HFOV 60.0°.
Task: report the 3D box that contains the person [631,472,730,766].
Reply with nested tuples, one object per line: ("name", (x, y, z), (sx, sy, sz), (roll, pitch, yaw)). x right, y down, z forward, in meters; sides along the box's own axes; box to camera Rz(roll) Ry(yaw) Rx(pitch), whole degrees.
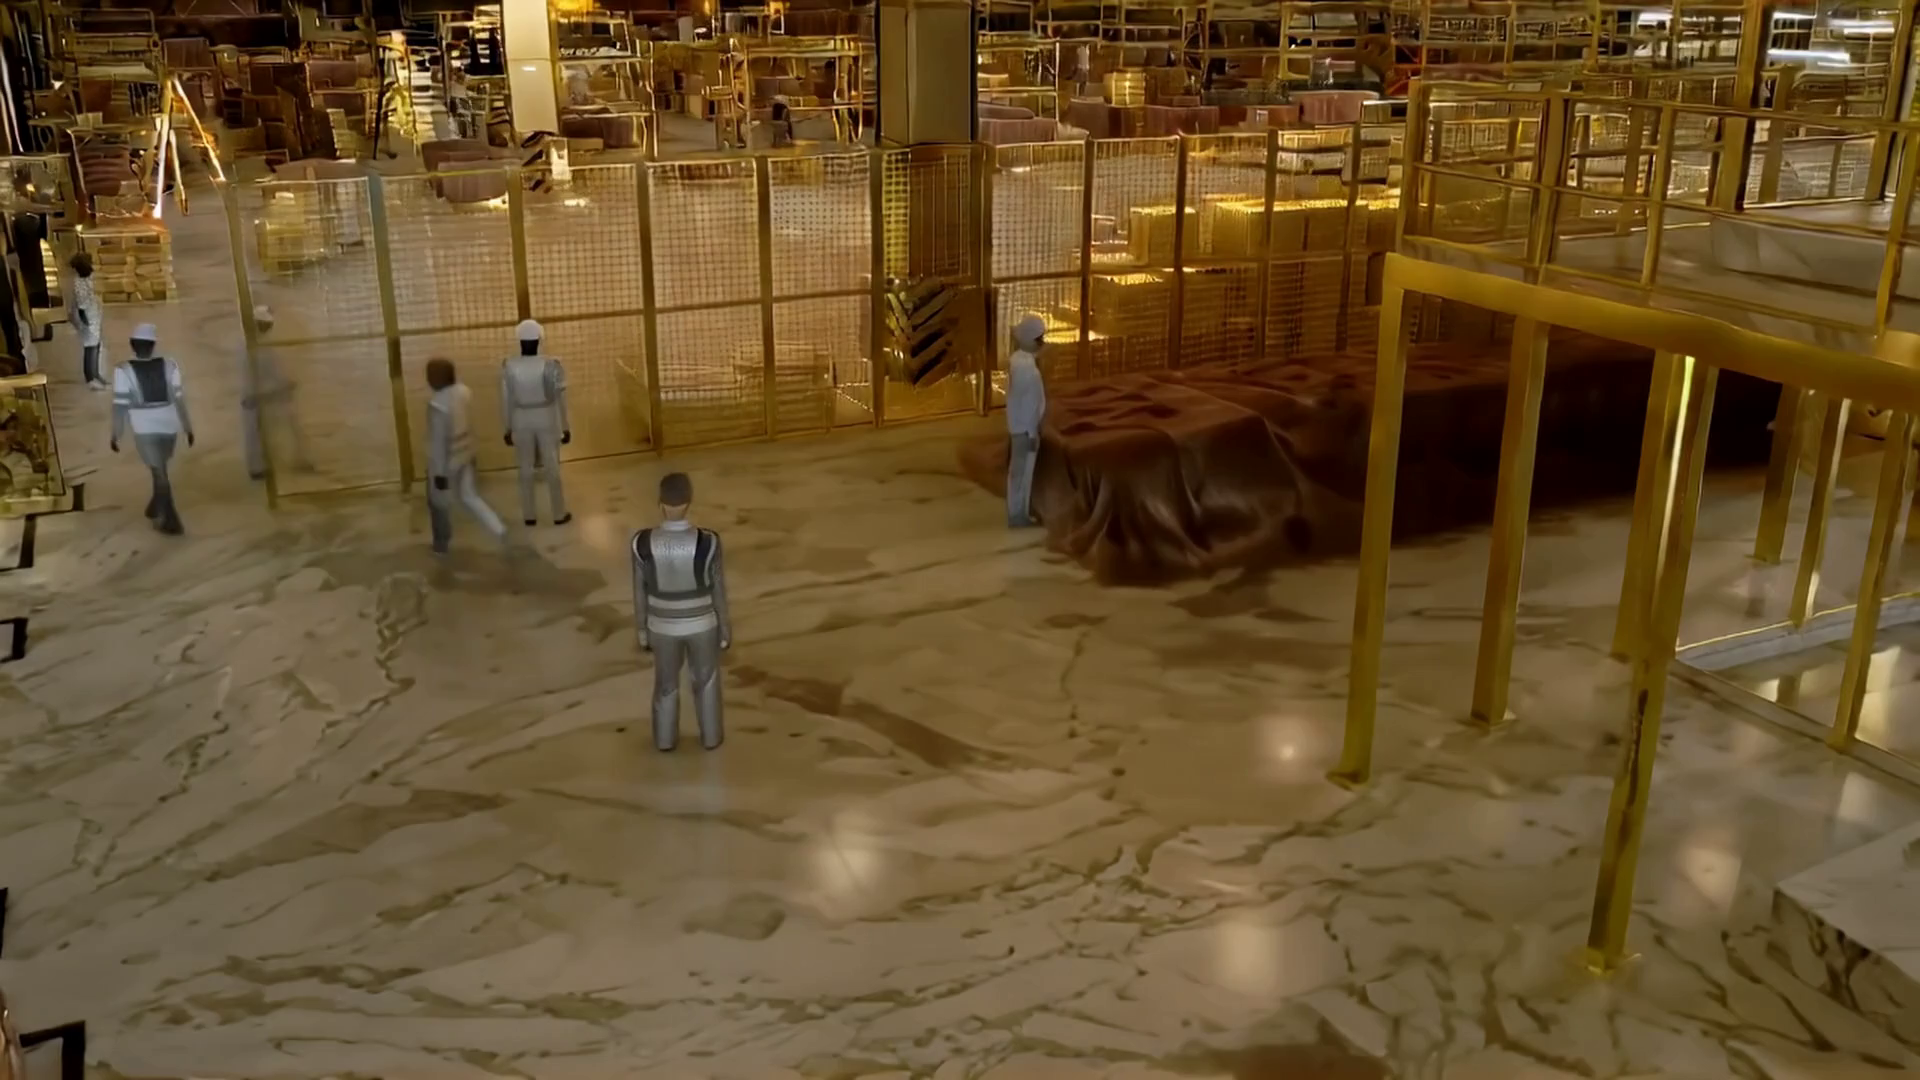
("person", (-1.760, 0.516, 10.582), (0.602, 1.948, 0.386), (0, 19, 0))

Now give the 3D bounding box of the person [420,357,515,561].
("person", (-4.295, -0.676, 14.236), (0.768, 1.820, 0.632), (5, 20, 14))

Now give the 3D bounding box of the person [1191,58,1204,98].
("person", (8.795, -17.000, 61.736), (0.540, 1.695, 0.317), (-10, 21, -26))

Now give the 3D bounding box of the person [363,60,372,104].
("person", (-22.083, -17.177, 62.378), (0.736, 1.605, 0.529), (-8, 21, -22))

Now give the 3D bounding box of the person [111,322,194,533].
("person", (-7.400, -1.029, 15.157), (0.858, 1.874, 0.654), (17, 26, 41))

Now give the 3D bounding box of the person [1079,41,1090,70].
("person", (5.331, -20.330, 71.059), (0.629, 1.925, 0.441), (-18, 26, -42))

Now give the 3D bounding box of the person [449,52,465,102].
("person", (-19.027, -17.510, 62.911), (0.638, 1.909, 0.916), (-16, 25, -38))

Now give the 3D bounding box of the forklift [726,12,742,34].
("forklift", (-11.034, -24.404, 81.413), (1.873, 2.768, 1.129), (8, 20, 21))

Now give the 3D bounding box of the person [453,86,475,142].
("person", (-13.400, -11.345, 45.127), (0.596, 1.834, 0.956), (-14, 24, -35))

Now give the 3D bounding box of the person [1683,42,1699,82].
("person", (32.038, -20.809, 72.630), (0.611, 1.795, 0.894), (-13, 23, -32))

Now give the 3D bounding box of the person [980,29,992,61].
("person", (1.283, -24.424, 82.865), (0.621, 1.945, 0.984), (3, 19, 9))

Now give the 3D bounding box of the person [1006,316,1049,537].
("person", (0.601, -1.026, 14.981), (0.379, 1.996, 0.611), (-3, 19, -10))

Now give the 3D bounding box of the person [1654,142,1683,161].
("person", (13.152, -6.634, 31.165), (0.607, 2.044, 0.378), (10, 21, 27))

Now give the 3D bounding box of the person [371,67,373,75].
("person", (-20.778, -16.346, 59.617), (0.506, 1.847, 0.345), (-6, 20, -16))

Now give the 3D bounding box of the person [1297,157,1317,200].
("person", (5.955, -5.626, 28.532), (0.517, 1.851, 0.376), (-16, 25, -38))

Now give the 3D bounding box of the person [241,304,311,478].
("person", (-6.946, -1.515, 16.784), (0.536, 1.745, 0.691), (7, 20, 19))

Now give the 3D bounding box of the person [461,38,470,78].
("person", (-21.813, -21.201, 73.548), (0.362, 1.939, 0.542), (-1, 19, -4))

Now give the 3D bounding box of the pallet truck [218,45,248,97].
("pallet truck", (-28.879, -18.665, 66.111), (0.823, 1.965, 1.885), (-3, 19, -9))

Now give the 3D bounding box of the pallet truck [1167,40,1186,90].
("pallet truck", (9.045, -19.971, 69.895), (0.823, 1.965, 1.885), (-3, 19, -8))

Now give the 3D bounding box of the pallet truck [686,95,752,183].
("pallet truck", (-5.836, -9.608, 39.856), (0.823, 1.965, 1.885), (10, 22, 27))

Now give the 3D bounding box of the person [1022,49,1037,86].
("person", (2.858, -19.274, 68.059), (0.622, 1.891, 0.770), (-6, 20, -16))

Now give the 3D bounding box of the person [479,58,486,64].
("person", (-17.544, -16.860, 61.274), (0.326, 1.735, 0.482), (15, 24, 36))

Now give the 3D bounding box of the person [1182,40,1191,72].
("person", (9.795, -20.686, 72.060), (0.700, 1.945, 0.603), (-10, 22, -27))

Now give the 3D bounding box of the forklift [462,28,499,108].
("forklift", (-17.229, -17.133, 60.337), (1.129, 2.768, 1.873), (4, 19, 12))

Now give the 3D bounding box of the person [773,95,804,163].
("person", (-4.472, -10.565, 42.908), (0.639, 1.800, 0.899), (18, 26, 42))

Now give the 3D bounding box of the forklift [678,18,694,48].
("forklift", (-11.816, -21.177, 72.058), (1.873, 2.768, 1.129), (-9, 21, -25))

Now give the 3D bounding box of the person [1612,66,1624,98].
("person", (22.569, -15.461, 57.296), (0.639, 1.680, 0.542), (7, 20, 20))

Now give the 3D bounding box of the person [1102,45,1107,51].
("person", (6.957, -23.415, 80.445), (0.658, 1.616, 0.523), (-6, 20, -18))

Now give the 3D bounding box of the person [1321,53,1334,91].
("person", (13.907, -17.303, 62.365), (0.877, 1.862, 0.684), (0, 19, 0))

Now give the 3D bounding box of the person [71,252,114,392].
("person", (-10.530, -2.636, 20.111), (0.322, 1.689, 0.530), (-4, 19, -12))

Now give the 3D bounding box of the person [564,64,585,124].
("person", (-12.559, -14.531, 54.260), (0.659, 1.915, 0.784), (-3, 19, -7))

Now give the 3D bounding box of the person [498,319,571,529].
("person", (-3.863, -1.055, 15.167), (0.595, 1.925, 0.374), (-2, 19, -7))
